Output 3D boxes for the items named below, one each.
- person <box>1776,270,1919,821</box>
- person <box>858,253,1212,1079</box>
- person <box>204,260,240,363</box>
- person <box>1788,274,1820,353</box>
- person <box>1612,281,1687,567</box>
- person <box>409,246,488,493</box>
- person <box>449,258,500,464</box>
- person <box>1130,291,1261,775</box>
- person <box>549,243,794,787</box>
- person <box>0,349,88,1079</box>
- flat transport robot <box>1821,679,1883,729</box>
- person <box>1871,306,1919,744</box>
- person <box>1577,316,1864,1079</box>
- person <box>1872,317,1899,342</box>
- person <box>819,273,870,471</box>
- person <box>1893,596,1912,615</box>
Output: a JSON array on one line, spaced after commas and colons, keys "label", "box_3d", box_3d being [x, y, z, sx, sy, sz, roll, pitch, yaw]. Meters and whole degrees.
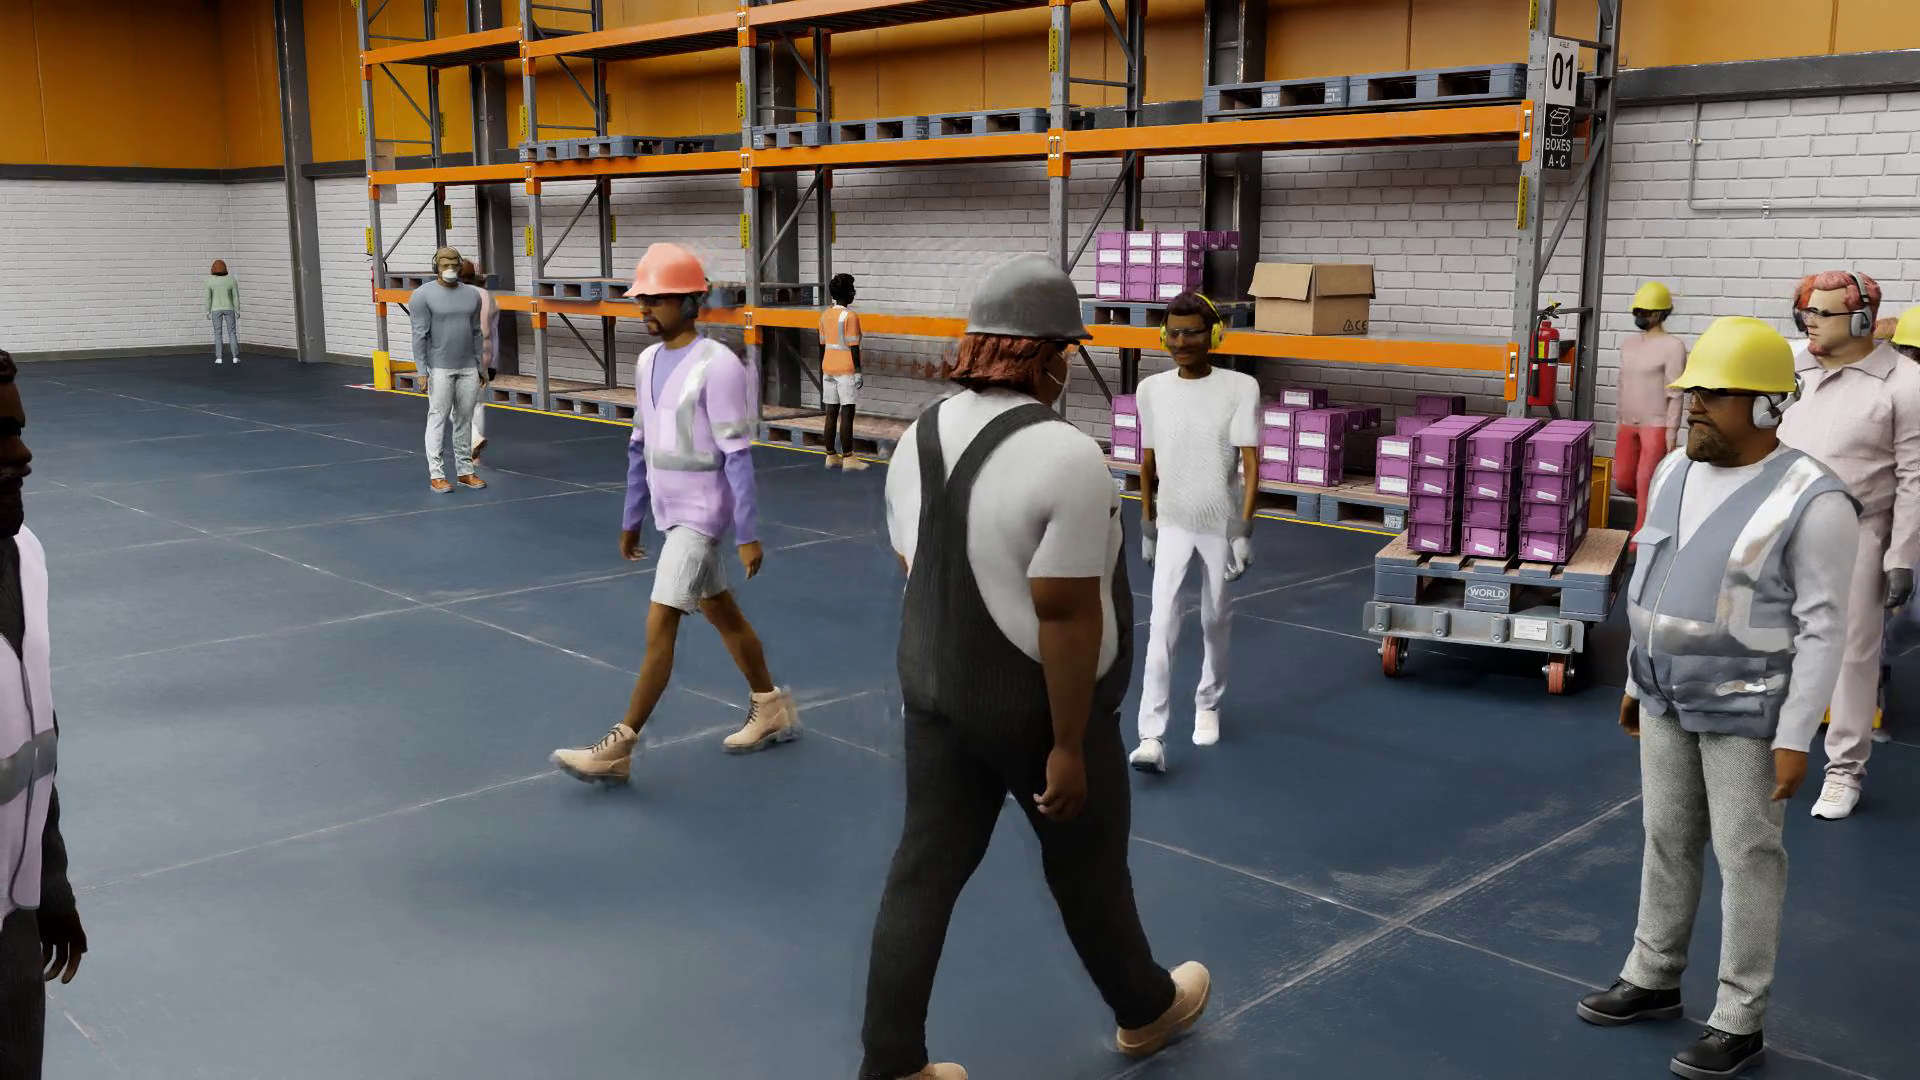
[{"label": "person", "box_3d": [3.016, 0.018, 5.822, 0.400, 1.905, 0.643, -7, 12, -33]}, {"label": "person", "box_3d": [0.150, 0.307, 3.869, 1.036, 2.000, 0.702, -9, 14, -41]}, {"label": "person", "box_3d": [-11.679, -3.612, 26.354, 0.508, 1.632, 0.272, -5, 12, -26]}, {"label": "person", "box_3d": [3.648, -0.187, 7.059, 0.647, 1.851, 0.769, 9, 14, 42]}, {"label": "person", "box_3d": [4.271, -0.704, 10.199, 0.600, 1.747, 0.538, -4, 11, -22]}, {"label": "person", "box_3d": [-4.033, -1.349, 13.184, 0.354, 1.936, 0.635, 8, 13, 39]}, {"label": "person", "box_3d": [-4.316, -1.551, 14.585, 0.491, 1.823, 0.643, 9, 14, 41]}, {"label": "person", "box_3d": [0.878, -0.024, 6.317, 0.498, 1.809, 1.002, 3, 11, 17]}, {"label": "person", "box_3d": [-1.063, -0.101, 6.230, 1.075, 1.986, 0.630, -8, 13, -37]}, {"label": "person", "box_3d": [-1.567, 0.619, 2.569, 0.409, 1.904, 0.605, -1, 10, -8]}, {"label": "flat transport robot", "box_3d": [3.712, 0.534, 7.459, 0.652, 0.197, 1.431, 5, 11, 24]}, {"label": "person", "box_3d": [3.794, -0.077, 6.767, 0.536, 1.758, 0.522, 1, 10, 7]}, {"label": "person", "box_3d": [1.821, 0.381, 4.028, 0.404, 1.835, 0.587, -4, 11, -19]}, {"label": "person", "box_3d": [4.512, -0.295, 8.285, 0.478, 1.626, 0.555, -8, 13, -36]}, {"label": "person", "box_3d": [-1.008, -1.441, 14.338, 0.319, 1.697, 0.533, -8, 13, -36]}, {"label": "person", "box_3d": [5.408, -0.453, 8.568, 0.958, 1.831, 0.594, 4, 11, 21]}]
